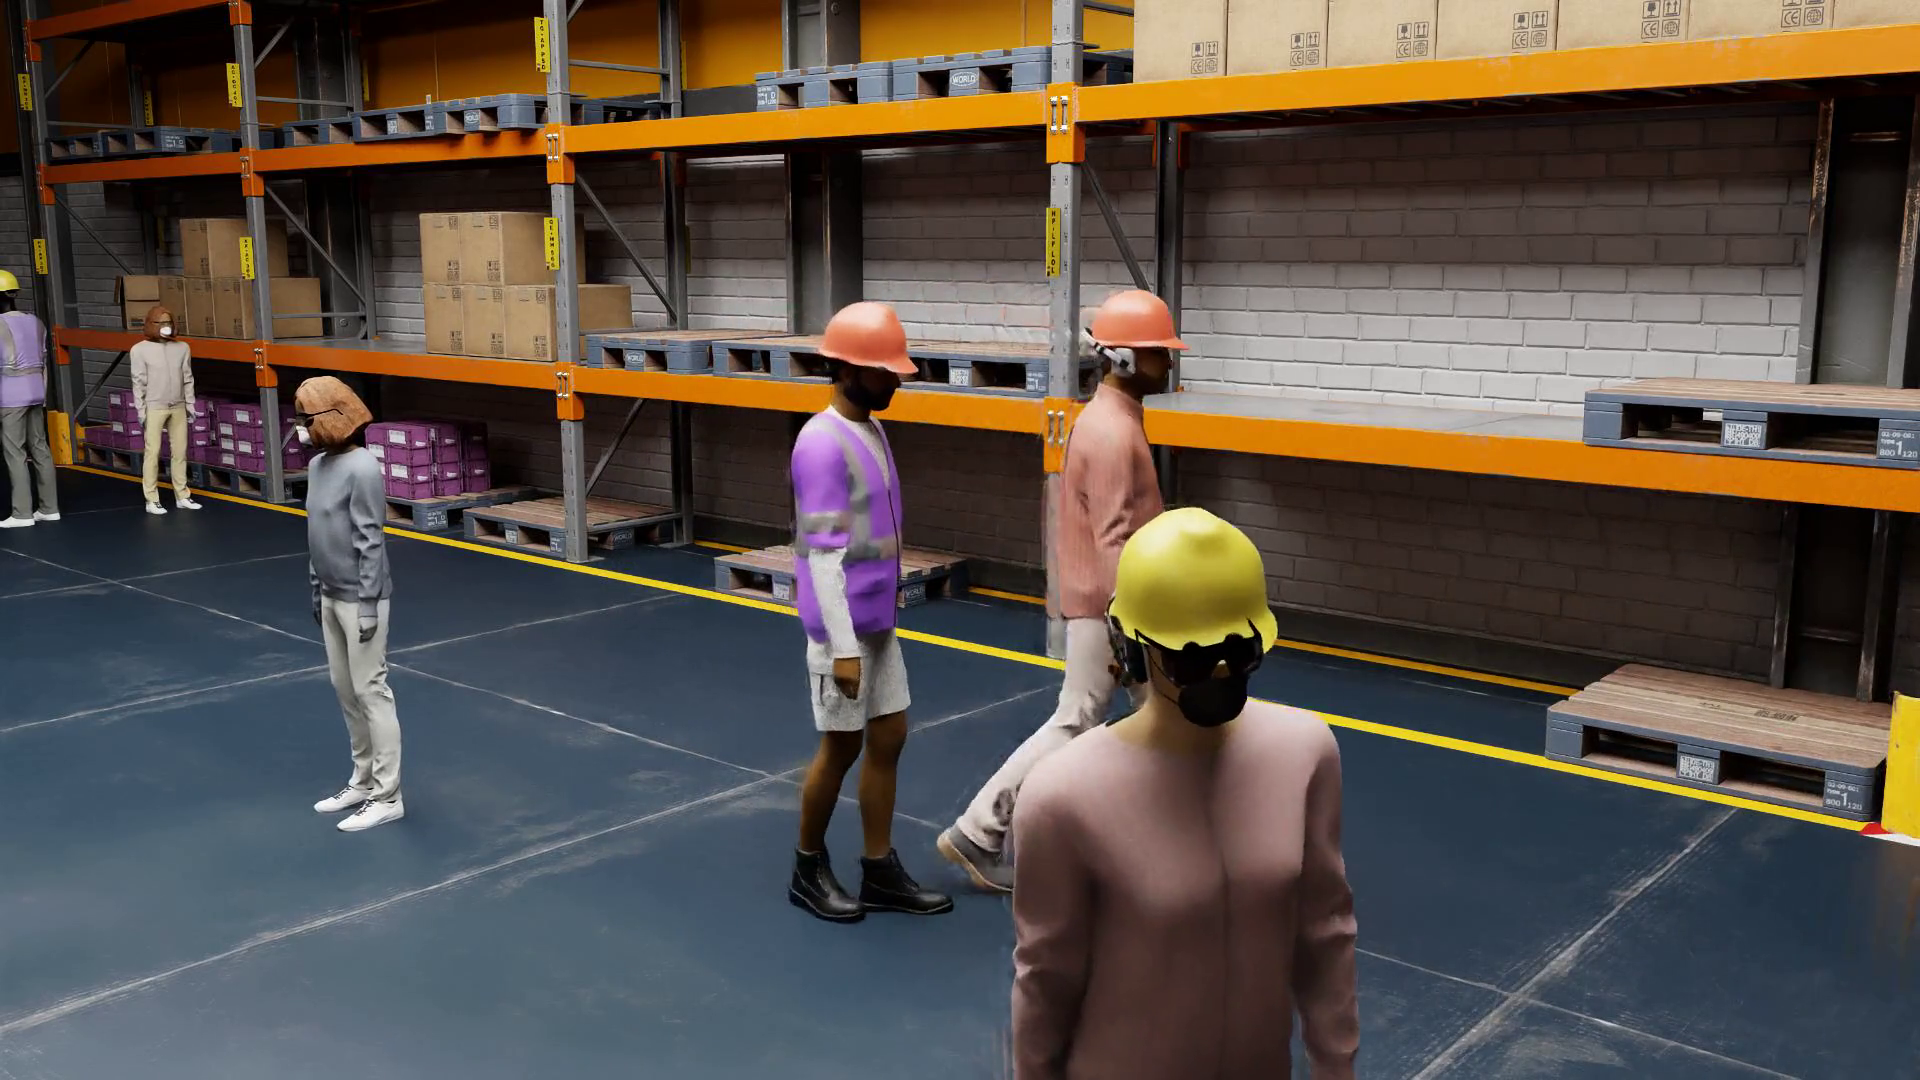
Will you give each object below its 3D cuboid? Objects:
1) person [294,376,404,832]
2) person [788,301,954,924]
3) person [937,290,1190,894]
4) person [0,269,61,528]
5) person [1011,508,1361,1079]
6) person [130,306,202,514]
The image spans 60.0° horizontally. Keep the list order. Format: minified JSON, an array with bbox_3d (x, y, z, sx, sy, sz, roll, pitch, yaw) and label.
[{"bbox_3d":[-2.223,0.221,6.013,0.298,1.623,0.503,-9,14,-43],"label":"person"},{"bbox_3d":[-0.312,0.240,5.076,0.529,1.923,0.579,3,10,17],"label":"person"},{"bbox_3d":[0.418,0.190,5.261,0.989,1.959,0.637,1,10,6],"label":"person"},{"bbox_3d":[-7.053,-1.051,12.418,0.397,1.918,0.588,2,10,10],"label":"person"},{"bbox_3d":[0.289,0.782,2.482,0.534,1.735,0.695,-5,11,-26],"label":"person"},{"bbox_3d":[-6.242,-1.018,13.069,0.285,1.626,0.495,6,12,32],"label":"person"}]
